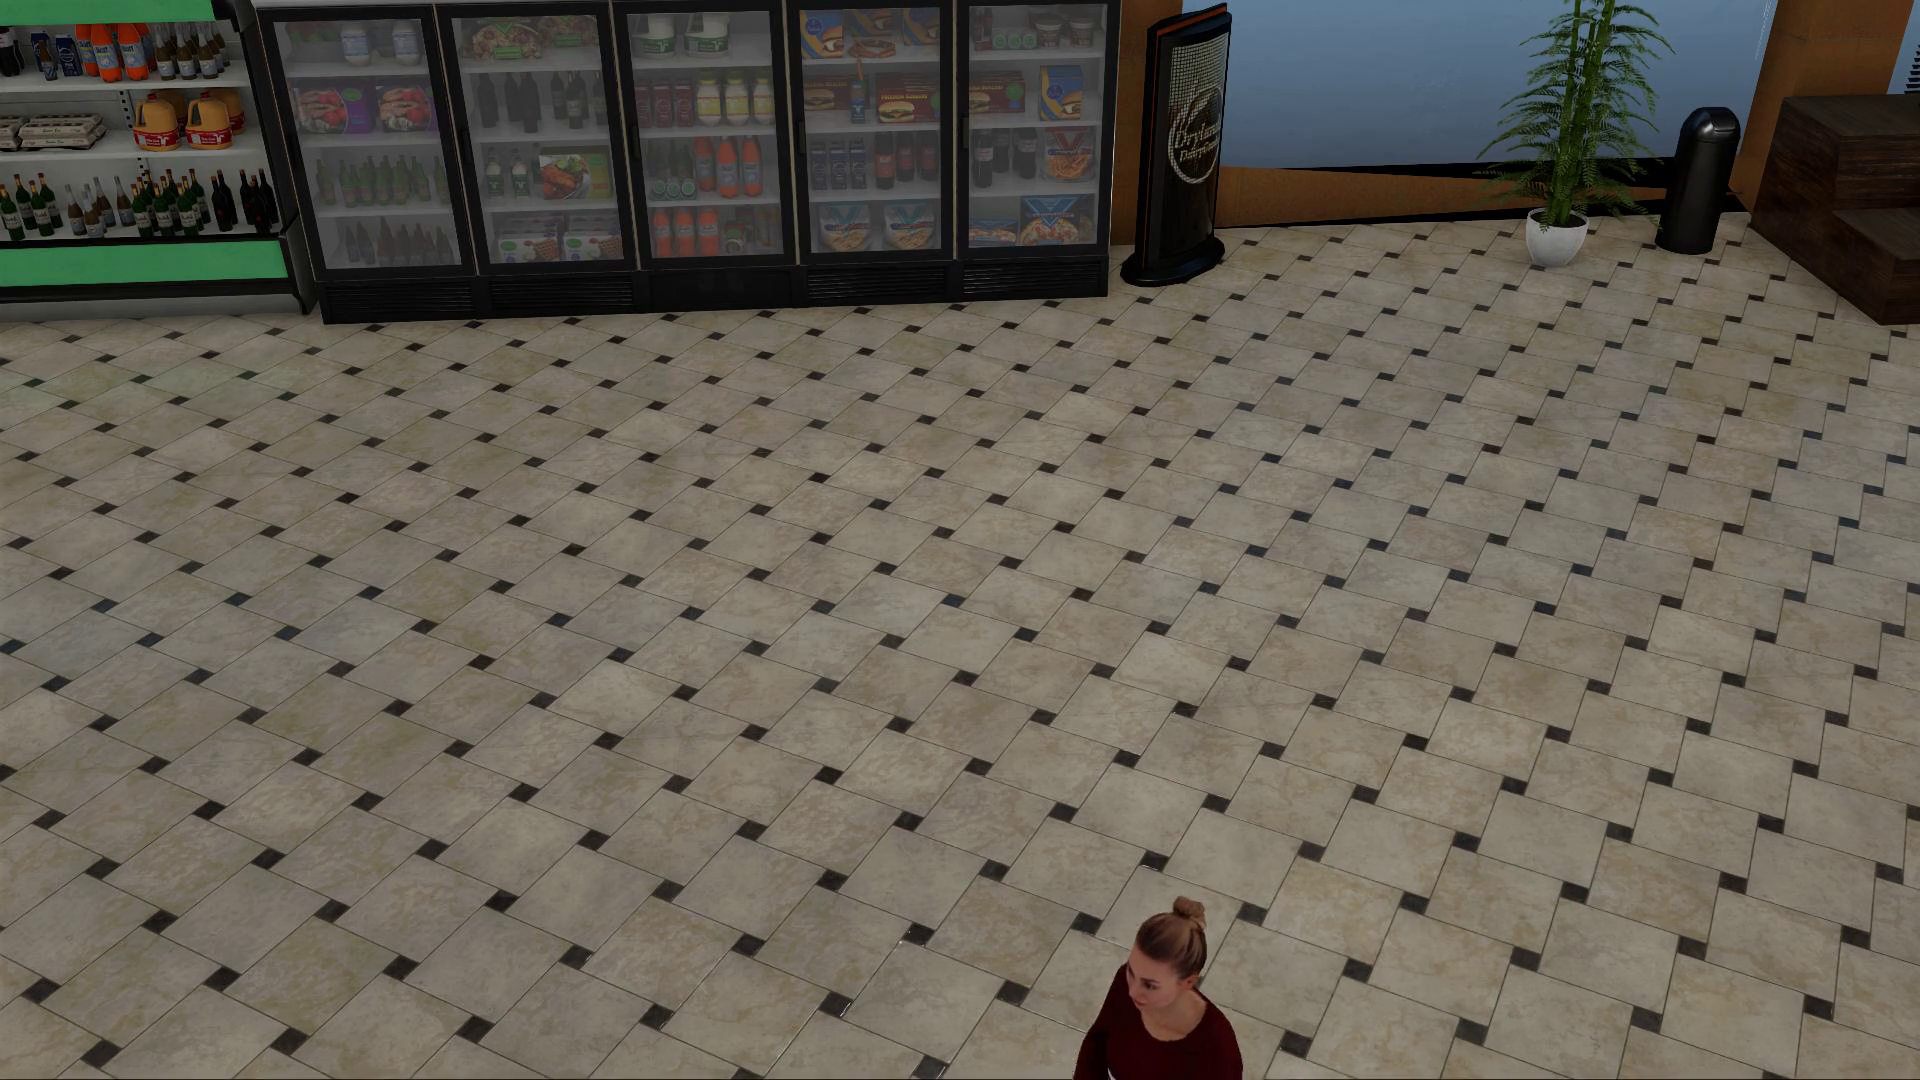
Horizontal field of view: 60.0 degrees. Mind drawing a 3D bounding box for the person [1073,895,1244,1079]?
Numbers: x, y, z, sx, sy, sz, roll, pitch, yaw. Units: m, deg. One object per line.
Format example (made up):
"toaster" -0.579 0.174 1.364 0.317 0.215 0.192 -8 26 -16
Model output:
"person" 0.573 1.580 4.343 0.812 1.690 0.782 -20 37 -28
